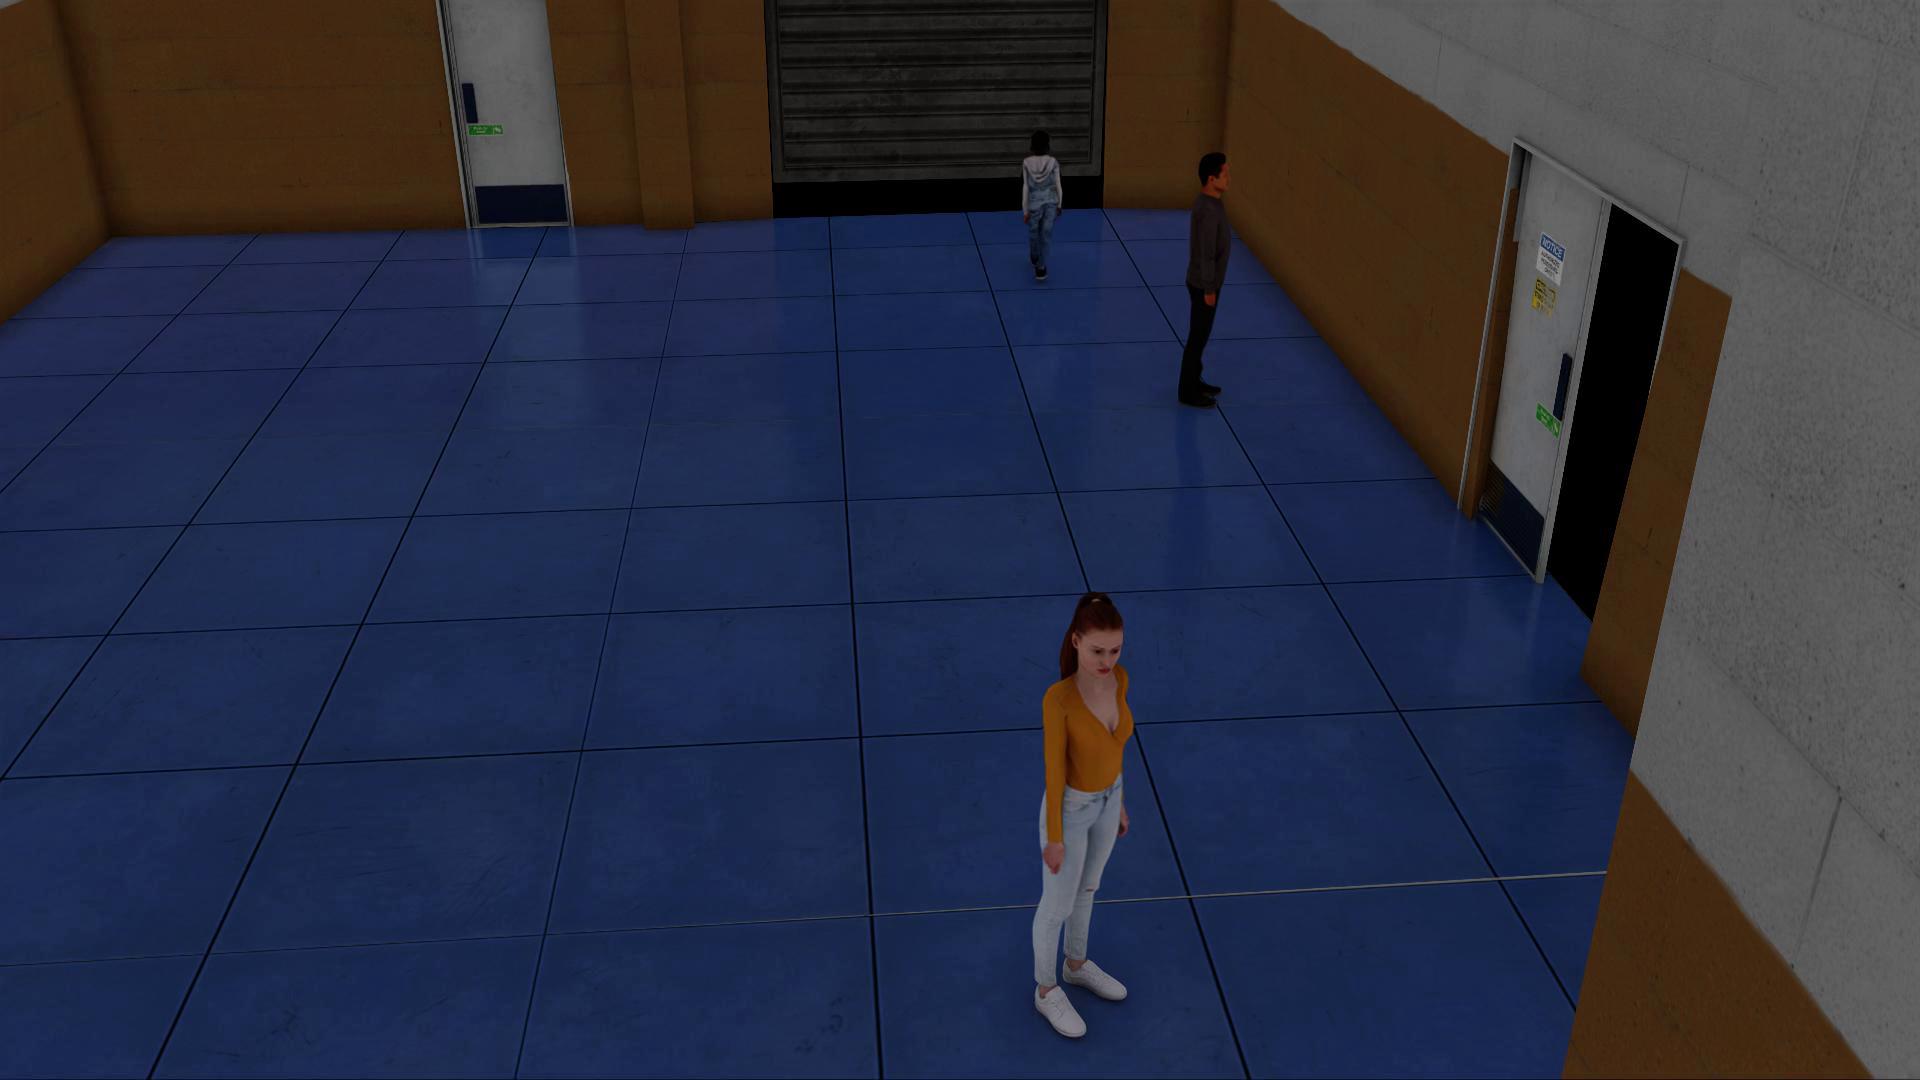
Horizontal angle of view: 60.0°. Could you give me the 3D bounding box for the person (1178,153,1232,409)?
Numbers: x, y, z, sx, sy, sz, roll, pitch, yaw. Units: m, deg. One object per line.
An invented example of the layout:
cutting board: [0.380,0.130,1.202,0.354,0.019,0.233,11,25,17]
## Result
person: [1.690,-1.802,11.524,0.624,1.767,0.692,3,27,6]

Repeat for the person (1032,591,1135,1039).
person: [0.440,0.989,6.040,0.726,1.749,0.653,24,35,39]

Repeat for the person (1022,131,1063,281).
person: [0.687,-2.813,14.112,0.864,1.230,0.697,5,27,9]
